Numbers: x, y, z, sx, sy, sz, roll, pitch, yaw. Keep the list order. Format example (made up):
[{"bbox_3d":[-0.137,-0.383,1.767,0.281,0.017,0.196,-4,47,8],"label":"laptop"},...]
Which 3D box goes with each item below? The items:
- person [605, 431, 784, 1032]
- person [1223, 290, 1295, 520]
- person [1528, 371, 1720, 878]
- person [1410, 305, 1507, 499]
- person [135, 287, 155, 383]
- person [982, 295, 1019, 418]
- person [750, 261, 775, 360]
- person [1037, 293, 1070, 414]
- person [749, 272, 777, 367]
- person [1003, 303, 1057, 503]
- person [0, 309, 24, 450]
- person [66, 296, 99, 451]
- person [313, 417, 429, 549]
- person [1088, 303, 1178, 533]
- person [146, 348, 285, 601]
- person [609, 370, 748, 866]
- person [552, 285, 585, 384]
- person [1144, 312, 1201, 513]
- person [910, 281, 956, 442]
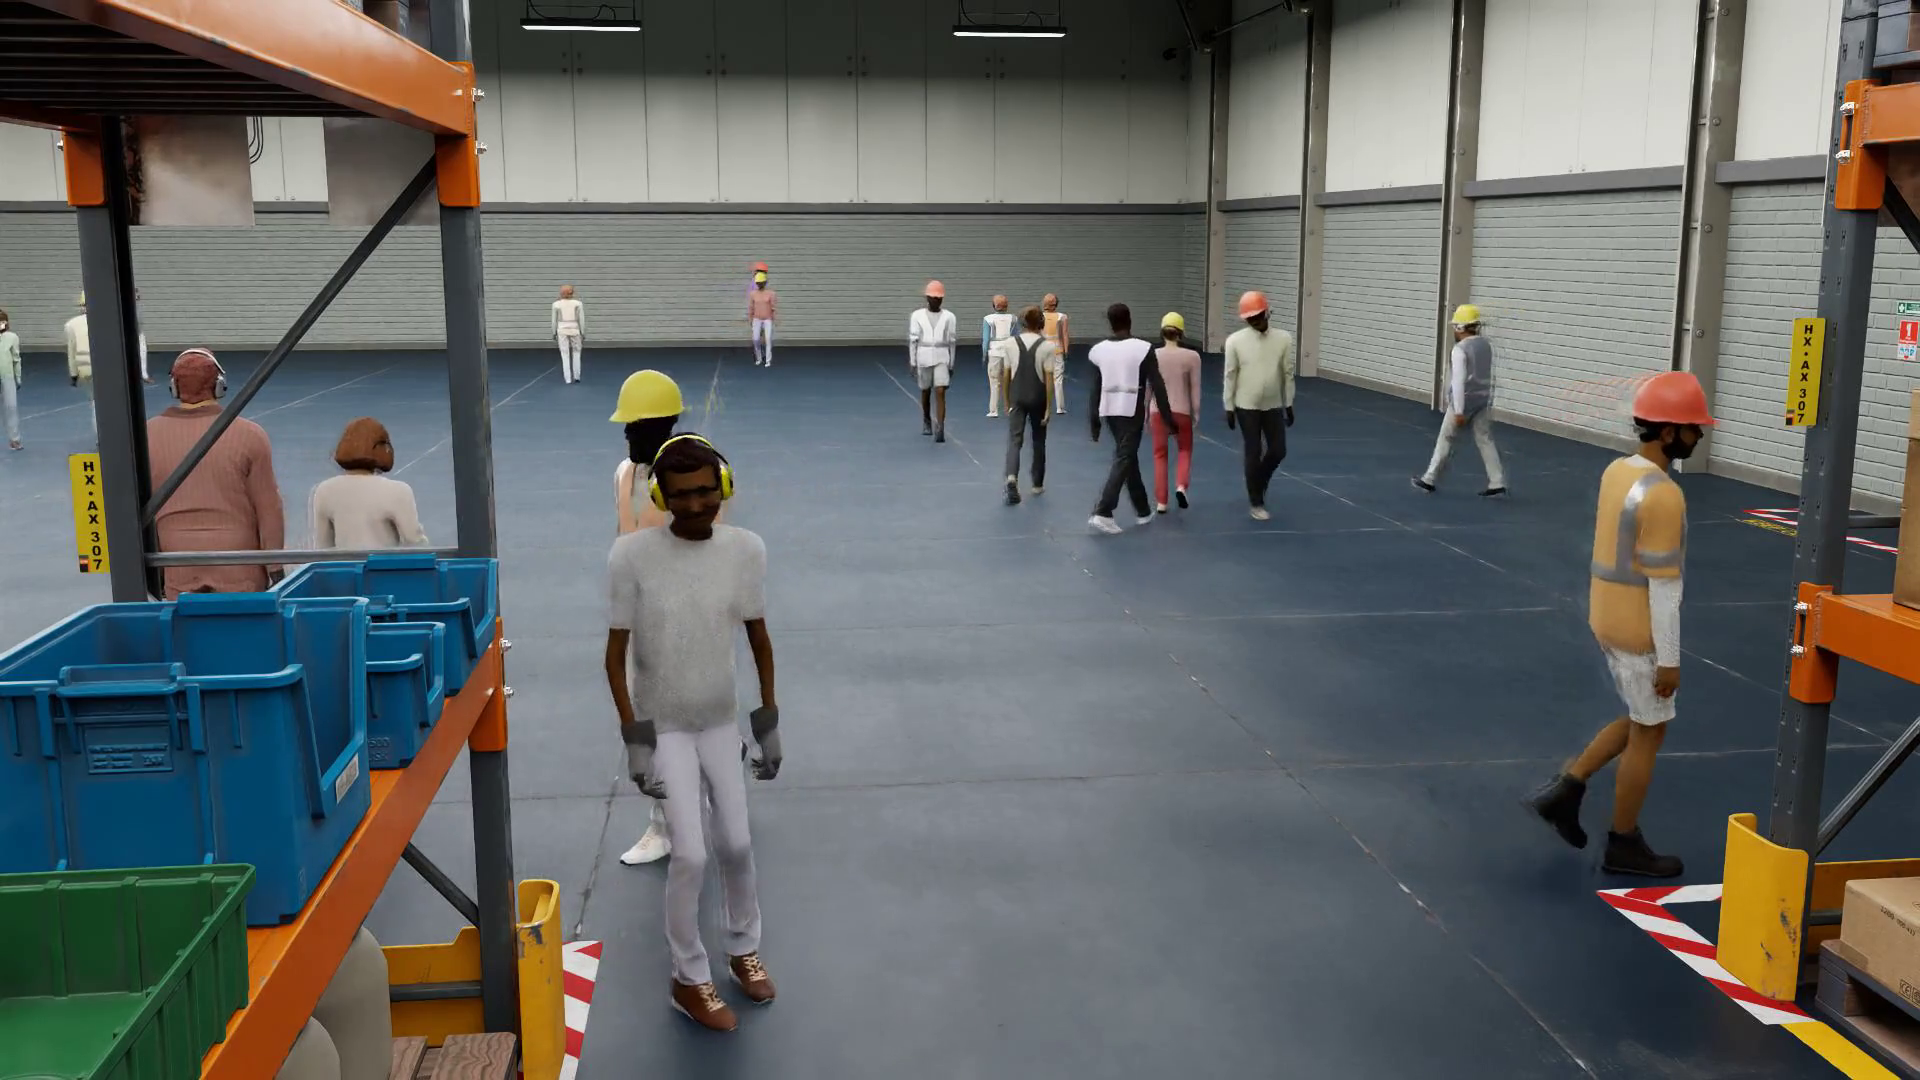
[{"bbox_3d":[-0.807,0.582,5.072,0.543,1.830,0.446,-6,12,-31],"label":"person"},{"bbox_3d":[2.554,-1.150,14.209,0.638,1.954,0.487,-2,11,-10],"label":"person"},{"bbox_3d":[2.510,0.329,6.202,0.483,1.918,0.564,0,10,2],"label":"person"},{"bbox_3d":[4.674,-1.270,15.363,0.605,1.786,0.954,-8,13,-38],"label":"person"},{"bbox_3d":[-13.634,-3.373,27.332,0.640,1.614,0.506,3,11,14],"label":"person"},{"bbox_3d":[0.540,-2.443,22.168,0.522,1.638,0.311,-3,11,-18],"label":"person"},{"bbox_3d":[-3.851,-4.446,32.355,0.405,1.921,0.558,-9,13,-39],"label":"person"},{"bbox_3d":[1.229,-2.518,22.573,0.514,1.642,0.310,2,11,11],"label":"person"},{"bbox_3d":[-3.645,-4.068,30.754,0.542,1.750,0.407,1,10,5],"label":"person"},{"bbox_3d":[0.619,-1.257,15.219,0.510,1.810,0.895,2,11,11],"label":"person"},{"bbox_3d":[-10.781,-1.783,18.653,0.525,1.598,0.803,-8,13,-38],"label":"person"},{"bbox_3d":[-9.707,-1.921,18.844,0.630,1.803,0.615,1,10,5],"label":"person"},{"bbox_3d":[-2.610,0.244,7.556,0.519,1.601,0.804,4,11,20],"label":"person"},{"bbox_3d":[1.363,-1.010,13.711,0.680,1.867,1.002,8,13,39],"label":"person"},{"bbox_3d":[-3.366,0.092,7.525,0.641,1.913,0.408,-1,10,-5],"label":"person"},{"bbox_3d":[-1.098,0.278,6.520,0.588,1.909,0.643,9,14,40],"label":"person"},{"bbox_3d":[-6.445,-3.386,27.396,0.536,1.606,0.770,-2,11,-12],"label":"person"},{"bbox_3d":[1.837,-1.106,14.516,0.524,1.757,0.388,1,10,7],"label":"person"},{"bbox_3d":[-0.320,-2.147,19.854,0.546,1.898,0.980,0,10,0],"label":"person"}]
